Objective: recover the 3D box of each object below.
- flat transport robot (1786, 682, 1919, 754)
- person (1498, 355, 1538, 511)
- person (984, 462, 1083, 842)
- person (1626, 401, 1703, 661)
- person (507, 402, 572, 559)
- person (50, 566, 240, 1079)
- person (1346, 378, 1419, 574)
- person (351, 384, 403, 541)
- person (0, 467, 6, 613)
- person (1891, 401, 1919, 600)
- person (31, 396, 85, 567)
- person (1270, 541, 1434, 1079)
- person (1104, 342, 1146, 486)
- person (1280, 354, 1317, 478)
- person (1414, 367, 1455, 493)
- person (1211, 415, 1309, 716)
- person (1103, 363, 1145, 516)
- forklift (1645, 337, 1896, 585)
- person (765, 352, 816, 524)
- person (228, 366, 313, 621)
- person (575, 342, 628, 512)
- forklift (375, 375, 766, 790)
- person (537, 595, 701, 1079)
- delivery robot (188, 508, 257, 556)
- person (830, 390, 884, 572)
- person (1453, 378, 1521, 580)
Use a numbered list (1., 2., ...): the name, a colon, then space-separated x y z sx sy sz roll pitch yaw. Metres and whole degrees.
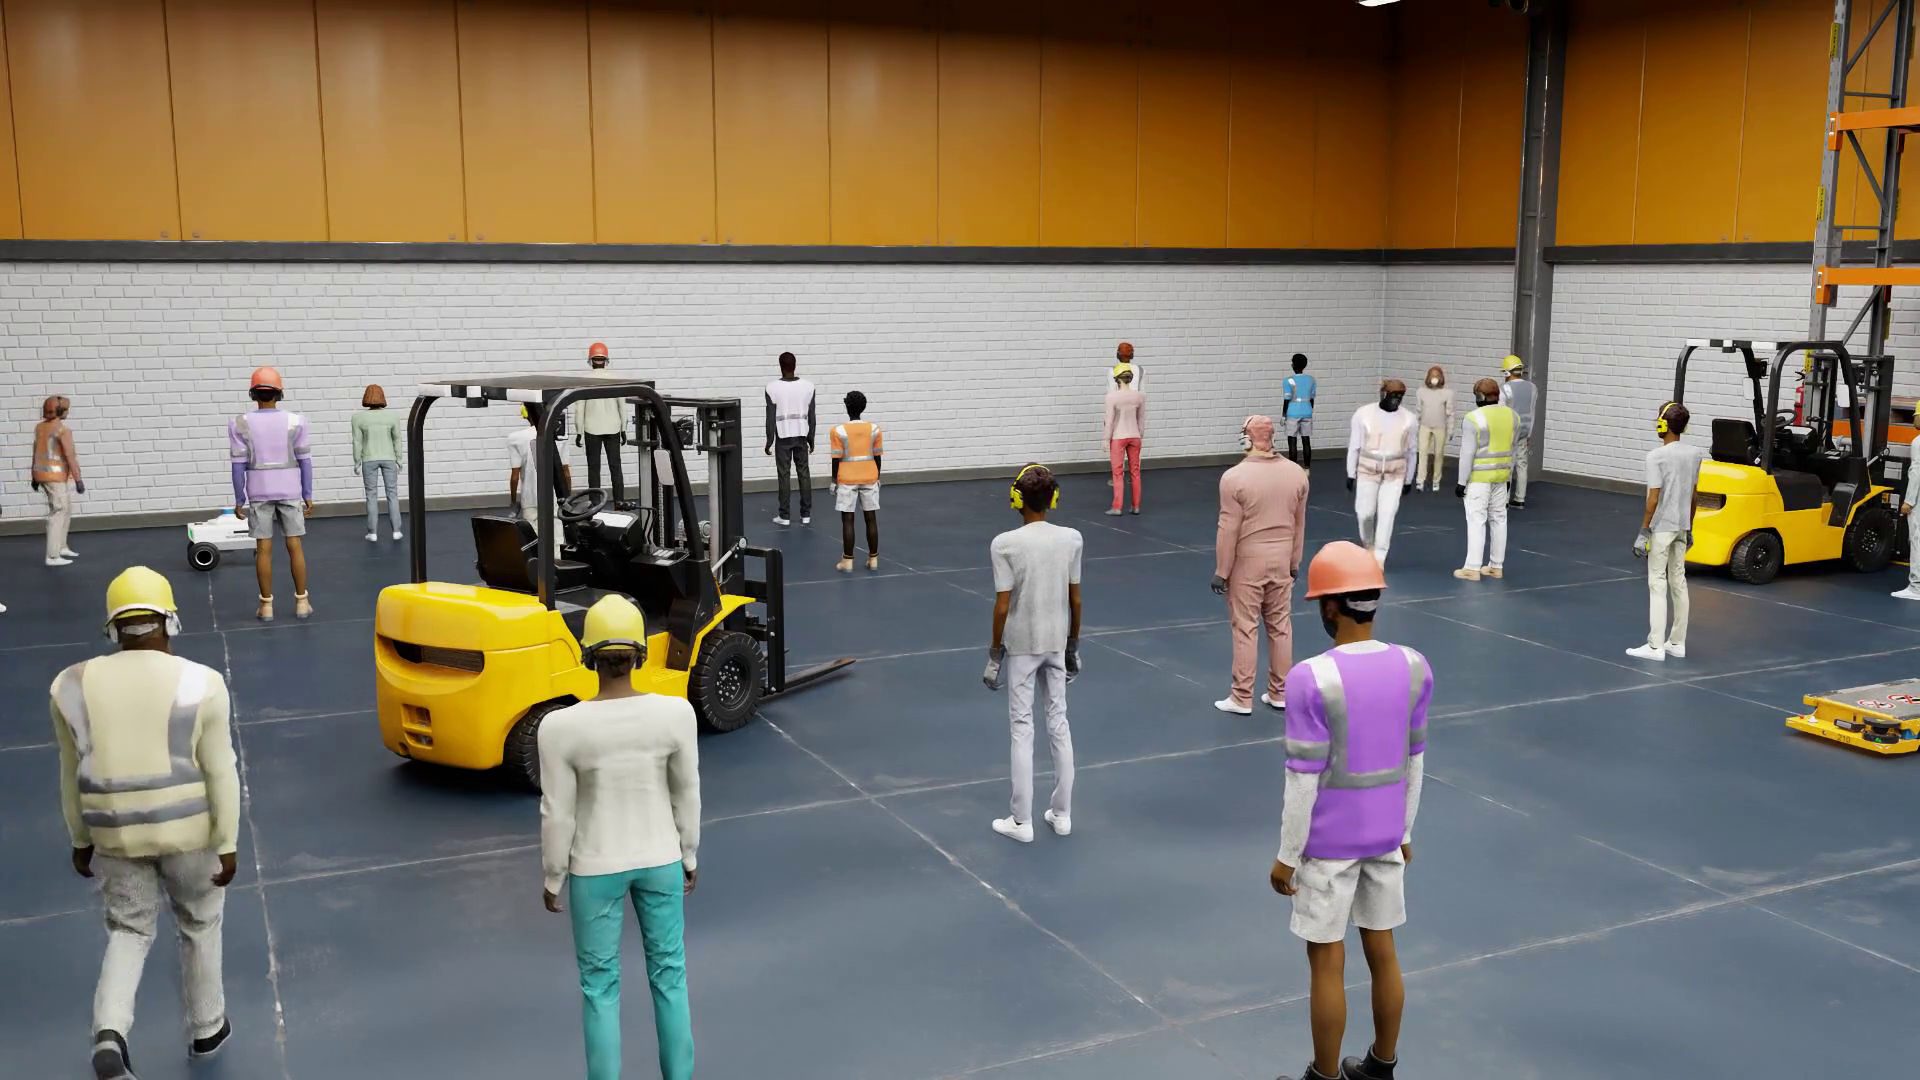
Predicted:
1. flat transport robot: 5.783 1.046 10.072 1.431 0.197 0.652 -4 10 -25
2. person: 6.472 -1.253 19.534 0.588 1.823 0.403 -4 10 -25
3. person: 0.361 0.550 8.196 0.514 1.873 0.329 -4 10 -25
4. person: 5.089 -0.061 12.008 0.514 1.868 0.329 -4 10 -25
5. person: -3.335 -0.257 13.233 0.514 1.865 0.329 -4 10 -25
6. person: -2.759 0.997 5.651 0.597 1.801 0.714 -1 9 -9
7. person: 3.948 -0.615 15.587 0.647 1.820 0.656 2 9 10
8. person: -6.060 -0.803 17.326 0.498 1.634 0.281 -4 10 -25
9. person: -8.090 -0.312 13.435 0.638 1.909 0.407 -4 10 -25
10. person: 8.251 -0.355 14.232 0.484 1.736 0.306 -4 10 -25
11. person: -8.605 -0.569 15.901 0.559 1.618 0.507 6 11 31
12. person: 1.259 0.962 5.467 0.543 1.928 0.370 -4 10 -25
13. person: 2.151 -1.633 21.706 0.572 1.883 0.356 -4 10 -25
14. person: 4.581 -1.677 22.552 0.533 1.697 0.319 -4 10 -25
15. person: 5.984 -1.383 21.036 0.518 1.595 0.846 4 10 22
16. person: 1.873 0.161 10.524 0.638 1.903 0.408 -4 10 -25
17. person: 1.875 -1.147 19.081 0.523 1.760 0.324 -4 10 -25
18. forklift: 7.551 -0.789 15.507 2.313 2.155 1.214 -4 10 -25
19. person: -1.875 -1.124 18.454 0.586 1.914 0.392 -4 10 -25
20. person: -5.521 -0.370 13.372 0.605 2.045 0.376 -4 10 -25
21. person: -4.098 -1.254 19.004 0.609 1.995 0.378 -4 10 -25
22. forklift: -2.268 0.149 9.685 1.214 2.155 2.313 6 11 32
23. person: -1.097 1.053 5.401 0.523 1.769 0.313 -4 10 -25
24. delivery robot: -6.940 -0.065 15.794 0.707 0.478 0.477 -4 10 -25
25. person: -0.968 -0.544 15.521 0.533 1.697 0.319 -4 10 -25
26. person: 4.765 -0.549 15.128 0.622 1.838 0.429 -4 10 -25
